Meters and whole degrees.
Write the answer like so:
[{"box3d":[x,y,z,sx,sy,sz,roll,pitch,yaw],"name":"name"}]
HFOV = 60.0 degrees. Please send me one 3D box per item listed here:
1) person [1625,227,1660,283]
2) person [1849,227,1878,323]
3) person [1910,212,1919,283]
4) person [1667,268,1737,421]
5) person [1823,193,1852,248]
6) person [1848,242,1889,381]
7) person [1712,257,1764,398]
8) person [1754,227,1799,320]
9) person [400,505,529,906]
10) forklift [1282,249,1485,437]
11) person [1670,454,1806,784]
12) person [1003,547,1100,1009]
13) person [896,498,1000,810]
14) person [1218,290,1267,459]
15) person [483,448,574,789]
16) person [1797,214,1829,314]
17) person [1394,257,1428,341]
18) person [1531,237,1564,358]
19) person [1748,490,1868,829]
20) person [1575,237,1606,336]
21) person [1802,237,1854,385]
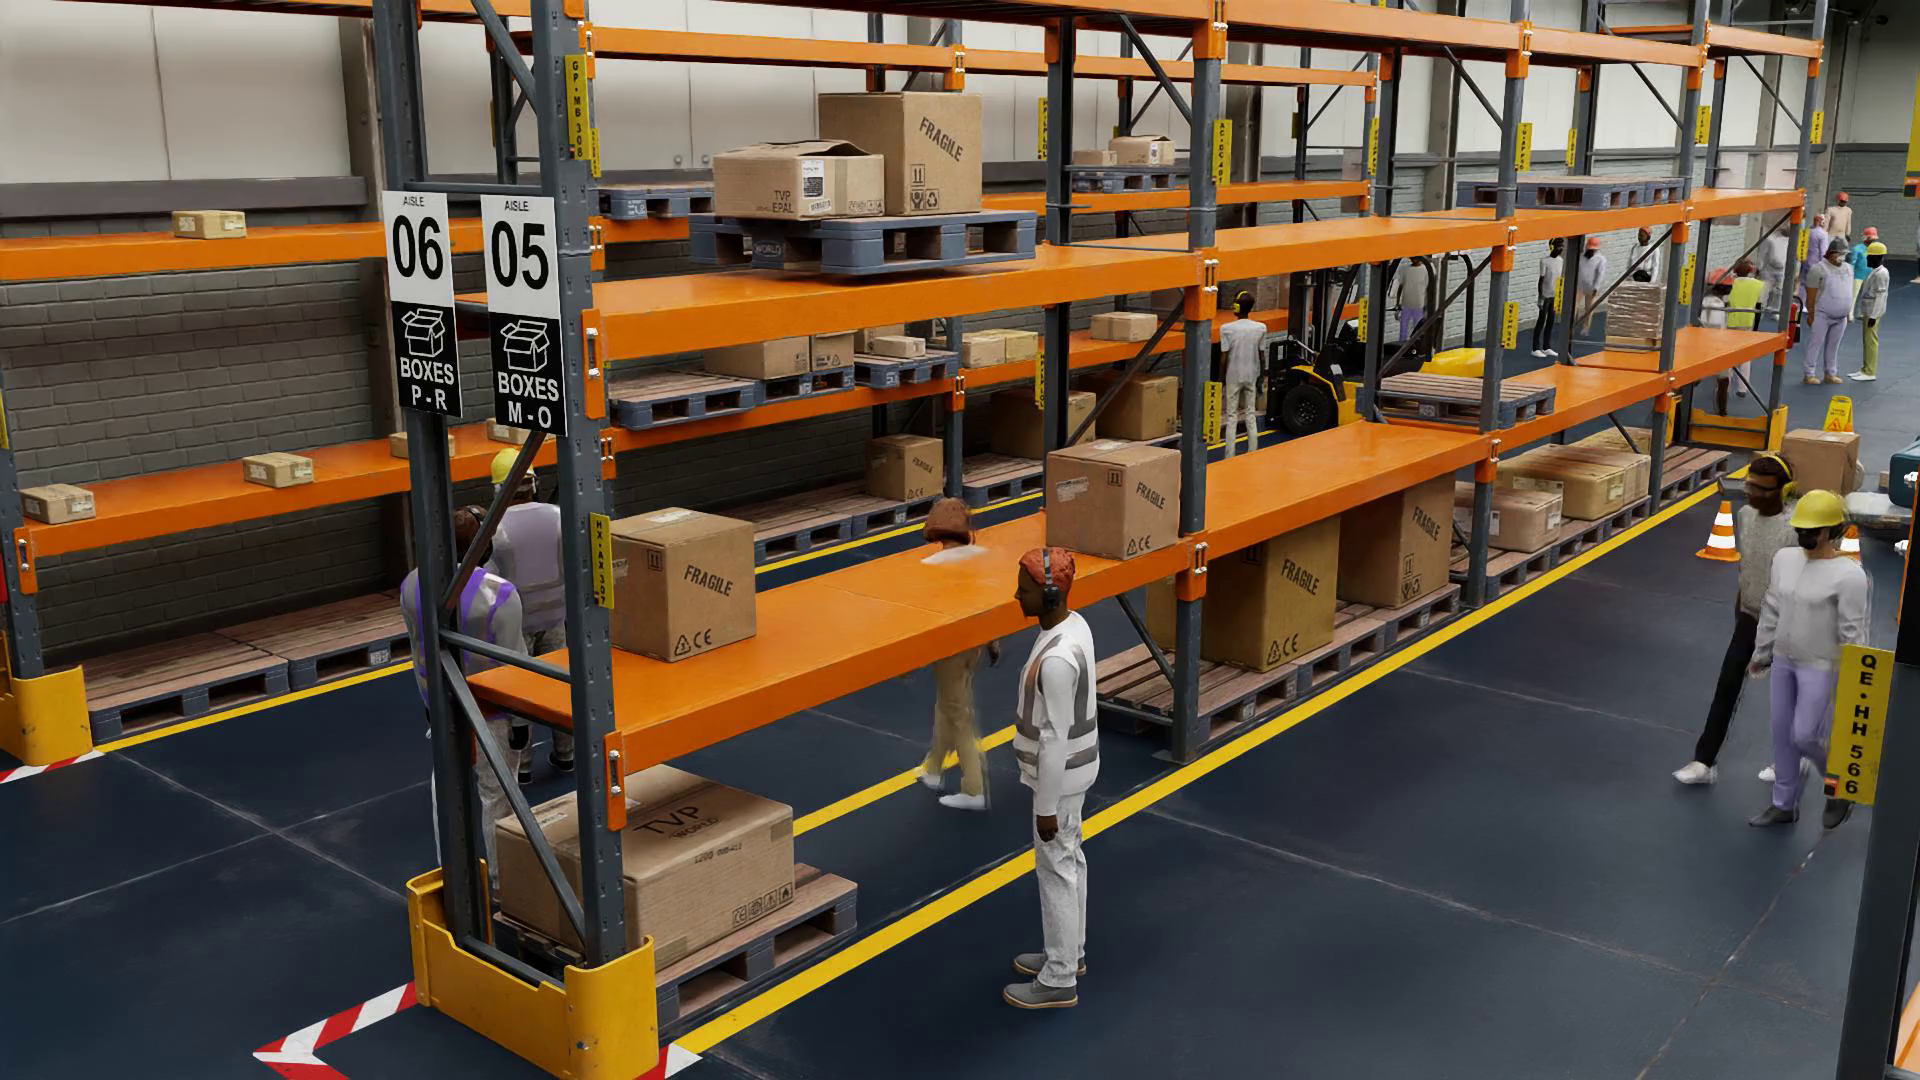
[{"box3d":[11.439,-4.319,27.983,0.355,1.882,0.576,-8,16,-31],"name":"person"},{"box3d":[16.522,-4.836,30.390,0.634,1.739,0.391,-4,14,-17],"name":"person"},{"box3d":[22.219,-6.747,38.282,0.422,1.680,0.601,2,14,6],"name":"person"},{"box3d":[8.717,-2.239,19.490,0.944,1.903,0.551,0,14,2],"name":"person"},{"box3d":[21.409,-7.464,40.589,0.656,1.981,0.429,0,14,2],"name":"person"},{"box3d":[12.768,-3.199,23.328,0.373,1.925,0.595,5,15,20],"name":"person"},{"box3d":[10.192,-2.779,21.791,0.570,1.841,0.373,0,14,0],"name":"person"},{"box3d":[15.074,-4.998,30.781,0.802,1.870,0.444,7,15,26],"name":"person"},{"box3d":[-2.170,0.746,7.471,0.617,1.836,0.428,6,15,22],"name":"person"},{"box3d":[4.886,-2.214,18.767,2.313,2.155,1.214,11,18,38],"name":"forklift"},{"box3d":[4.191,0.441,8.731,0.937,1.821,0.504,-6,15,-23],"name":"person"},{"box3d":[0.370,0.937,6.595,0.359,1.880,0.575,2,14,8],"name":"person"},{"box3d":[-0.089,0.576,8.624,0.685,1.588,0.601,13,19,43],"name":"person"},{"box3d":[2.858,-1.604,16.950,0.532,1.873,0.321,-2,14,-10],"name":"person"},{"box3d":[-2.302,0.415,8.828,0.586,1.823,0.403,-11,18,-39],"name":"person"},{"box3d":[16.390,-5.291,31.911,0.400,1.901,0.647,-3,14,-10],"name":"person"},{"box3d":[6.532,-3.338,24.009,0.517,1.874,0.327,7,15,25],"name":"person"},{"box3d":[9.138,-3.762,25.770,0.516,1.861,0.319,-9,16,-32],"name":"person"},{"box3d":[4.177,0.606,8.206,0.406,1.754,0.530,-5,15,-19],"name":"person"},{"box3d":[10.574,-4.270,28.150,0.567,1.699,0.870,9,16,31],"name":"person"},{"box3d":[12.015,-3.161,22.940,0.677,2.000,0.535,-3,14,-10],"name":"person"}]
